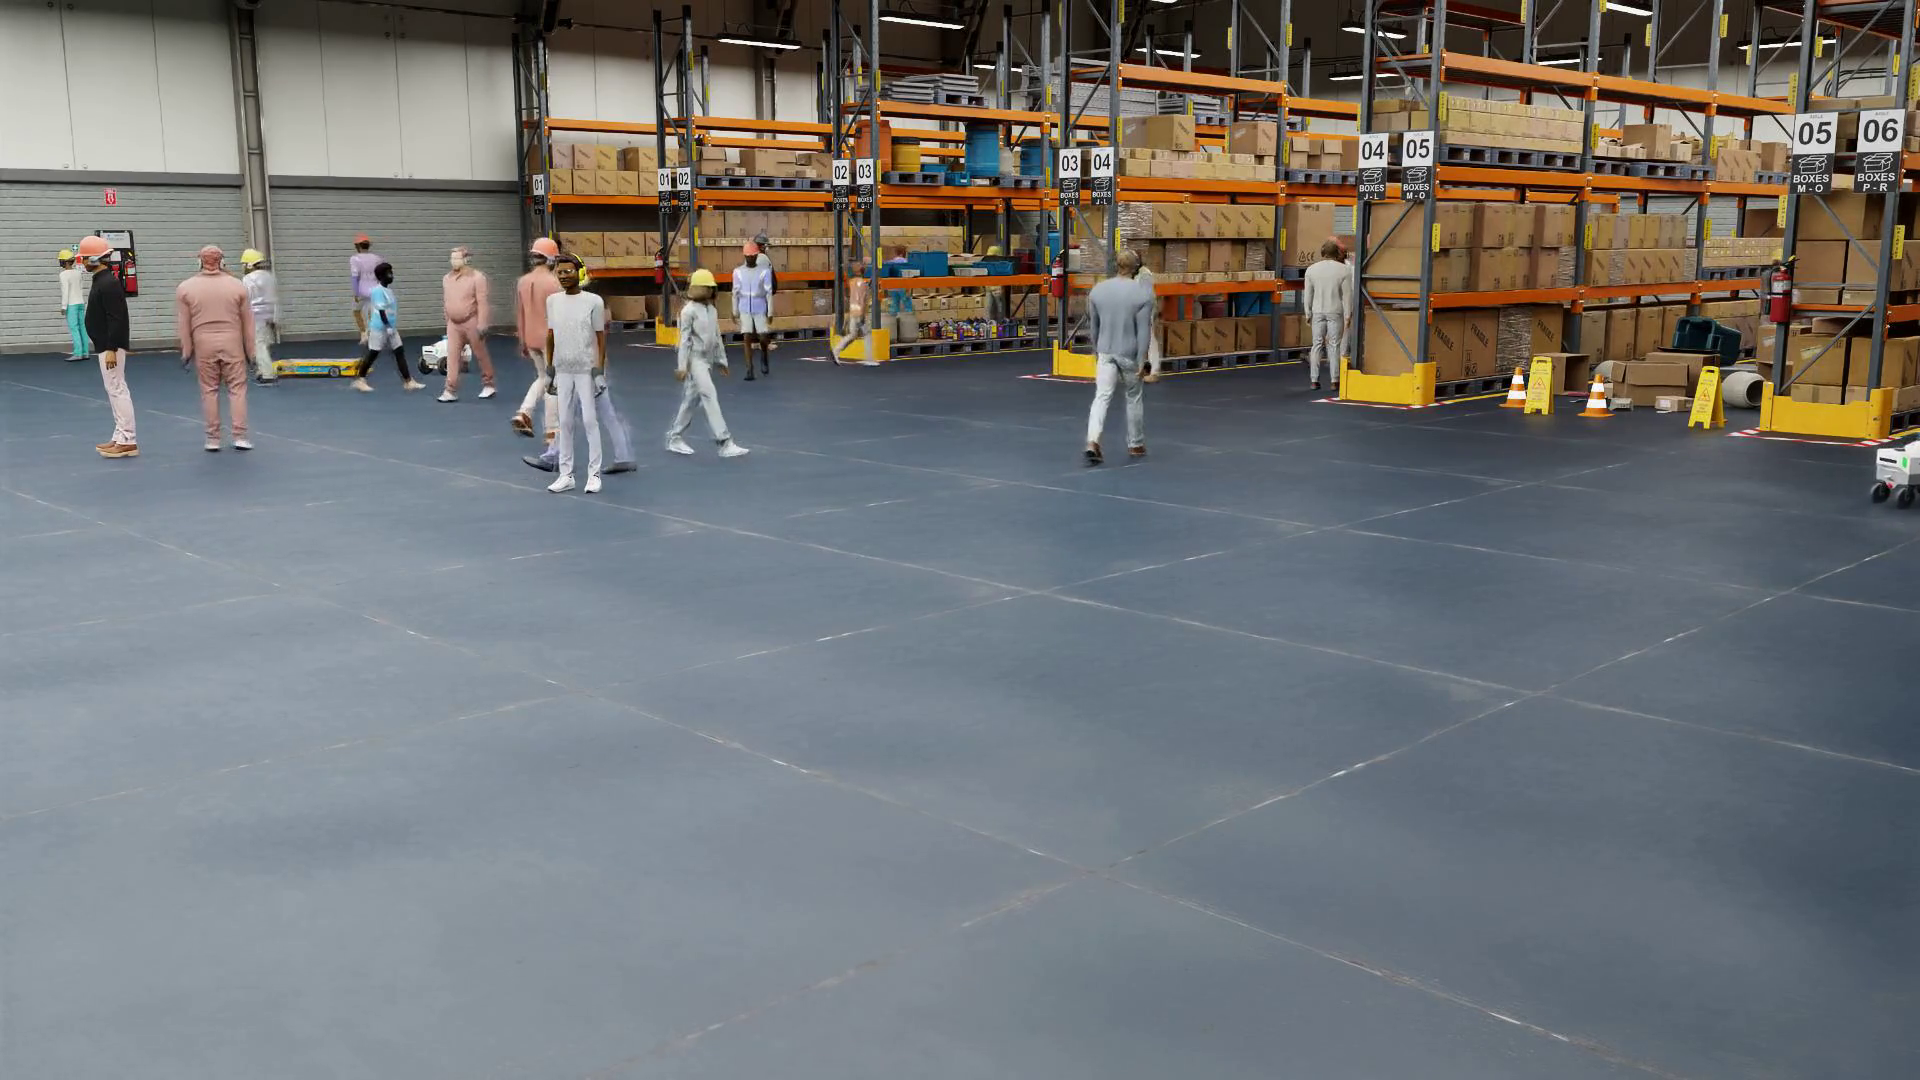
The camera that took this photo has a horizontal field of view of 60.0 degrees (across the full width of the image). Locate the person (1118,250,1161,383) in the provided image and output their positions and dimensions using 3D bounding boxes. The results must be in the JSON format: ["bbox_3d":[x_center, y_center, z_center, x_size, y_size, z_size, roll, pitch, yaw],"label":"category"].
[{"bbox_3d":[2.373,-3.041,22.658,0.902,1.789,0.752,-4,11,-20],"label":"person"}]

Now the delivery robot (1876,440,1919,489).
[{"bbox_3d":[7.276,-0.577,12.491,0.707,0.478,0.477,-2,10,-10],"label":"delivery robot"}]

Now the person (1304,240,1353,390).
[{"bbox_3d":[4.803,-2.933,21.698,0.637,1.937,0.357,5,12,27],"label":"person"}]

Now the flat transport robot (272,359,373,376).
[{"bbox_3d":[-9.266,-2.491,23.955,1.431,0.197,0.652,-1,11,-7],"label":"flat transport robot"}]

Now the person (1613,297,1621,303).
[{"bbox_3d":[13.873,-5.409,35.210,0.479,1.930,0.642,6,12,31],"label":"person"}]

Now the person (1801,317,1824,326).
[{"bbox_3d":[13.310,-3.683,25.943,0.359,1.882,0.575,-4,11,-23],"label":"person"}]

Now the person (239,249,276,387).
[{"bbox_3d":[-9.411,-2.955,22.175,0.570,1.812,0.604,1,10,3],"label":"person"}]

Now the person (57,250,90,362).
[{"bbox_3d":[-14.227,-3.753,26.639,0.317,1.769,0.522,0,10,3],"label":"person"}]

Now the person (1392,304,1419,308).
[{"bbox_3d":[6.750,-3.340,24.896,0.801,1.584,0.519,-6,12,-28],"label":"person"}]

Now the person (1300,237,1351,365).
[{"bbox_3d":[5.666,-3.641,25.474,1.002,1.974,0.647,-8,13,-37],"label":"person"}]

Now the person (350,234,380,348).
[{"bbox_3d":[-10.639,-4.452,29.746,0.460,2.021,0.614,8,13,39],"label":"person"}]

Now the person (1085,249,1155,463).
[{"bbox_3d":[1.402,-1.639,14.802,0.631,1.897,1.013,5,11,24],"label":"person"}]

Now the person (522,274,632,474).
[{"bbox_3d":[-3.206,-1.403,13.959,0.911,1.716,0.527,0,10,0],"label":"person"}]

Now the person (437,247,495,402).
[{"bbox_3d":[-6.031,-2.631,20.289,0.659,1.860,0.980,3,11,17],"label":"person"}]

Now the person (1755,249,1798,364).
[{"bbox_3d":[12.693,-3.609,25.782,0.827,1.807,0.598,-10,14,-42],"label":"person"}]

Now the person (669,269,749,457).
[{"bbox_3d":[-2.334,-1.611,15.143,0.897,1.691,0.503,4,11,22],"label":"person"}]

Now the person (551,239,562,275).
[{"bbox_3d":[-7.147,-4.296,29.153,0.968,1.918,0.626,-1,10,-5],"label":"person"}]

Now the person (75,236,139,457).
[{"bbox_3d":[-7.771,-1.759,15.151,0.391,1.990,0.622,-6,12,-31],"label":"person"}]

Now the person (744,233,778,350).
[{"bbox_3d":[-3.498,-4.384,29.452,0.536,2.000,0.678,-7,13,-34],"label":"person"}]

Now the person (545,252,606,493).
[{"bbox_3d":[-3.019,-1.309,13.034,0.514,1.872,0.328,2,11,11],"label":"person"}]

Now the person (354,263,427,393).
[{"bbox_3d":[-7.381,-2.715,21.285,0.878,1.655,0.542,0,10,0],"label":"person"}]

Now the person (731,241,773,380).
[{"bbox_3d":[-2.906,-3.216,23.280,0.568,1.926,0.528,1,10,4],"label":"person"}]

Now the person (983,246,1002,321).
[{"bbox_3d":[0.713,-4.877,32.731,0.596,1.794,0.919,9,14,40],"label":"person"}]

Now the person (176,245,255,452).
[{"bbox_3d":[-6.915,-1.783,15.524,0.644,1.907,0.407,-4,11,-21],"label":"person"}]

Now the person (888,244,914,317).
[{"bbox_3d":[-1.111,-4.865,32.561,0.712,1.813,0.593,-9,14,-40],"label":"person"}]

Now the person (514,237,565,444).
[{"bbox_3d":[-4.010,-1.922,16.083,0.632,1.982,0.488,7,13,34],"label":"person"}]

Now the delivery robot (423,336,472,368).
[{"bbox_3d":[-7.491,-2.746,24.315,0.477,0.478,0.707,6,12,31],"label":"delivery robot"}]

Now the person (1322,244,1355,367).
[{"bbox_3d":[5.665,-3.504,24.995,0.486,1.867,0.622,-7,13,-34],"label":"person"}]

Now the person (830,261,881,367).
[{"bbox_3d":[-1.605,-3.446,25.409,0.742,1.611,0.516,-6,12,-29],"label":"person"}]
